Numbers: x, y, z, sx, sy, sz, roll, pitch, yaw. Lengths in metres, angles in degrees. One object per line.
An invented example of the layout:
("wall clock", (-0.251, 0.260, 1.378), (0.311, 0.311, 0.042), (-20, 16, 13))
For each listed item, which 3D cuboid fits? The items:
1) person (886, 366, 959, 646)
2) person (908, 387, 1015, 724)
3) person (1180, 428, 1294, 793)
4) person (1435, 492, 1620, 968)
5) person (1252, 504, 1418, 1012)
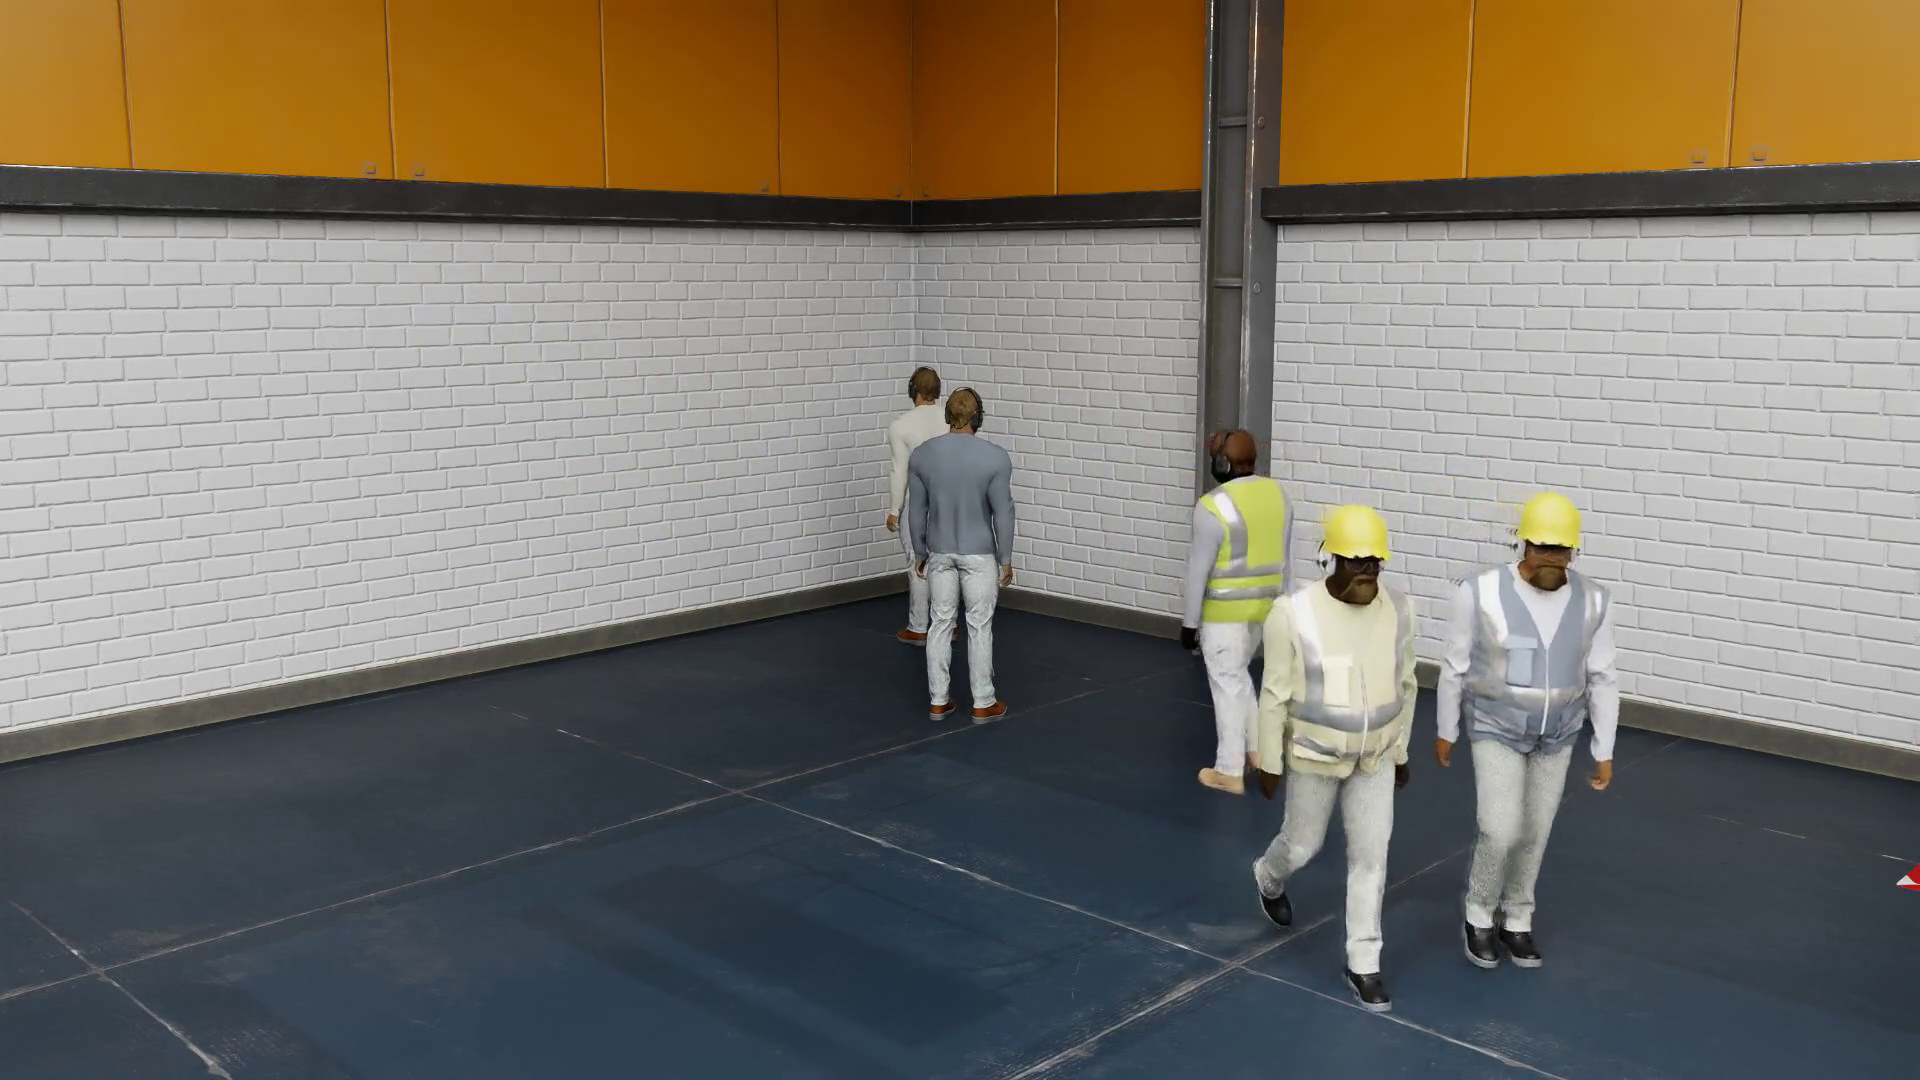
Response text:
("person", (-0.231, -0.235, 11.563), (0.627, 1.940, 0.370), (-6, 11, -32))
("person", (0.013, 0.090, 9.571), (0.635, 1.937, 0.352), (4, 10, 21))
("person", (1.355, 0.357, 8.274), (0.656, 1.828, 0.451), (-7, 12, -38))
("person", (2.100, 0.712, 6.142), (0.614, 1.810, 0.446), (-1, 9, -5))
("person", (1.353, 0.731, 6.117), (0.611, 1.799, 0.807), (-2, 9, -10))
